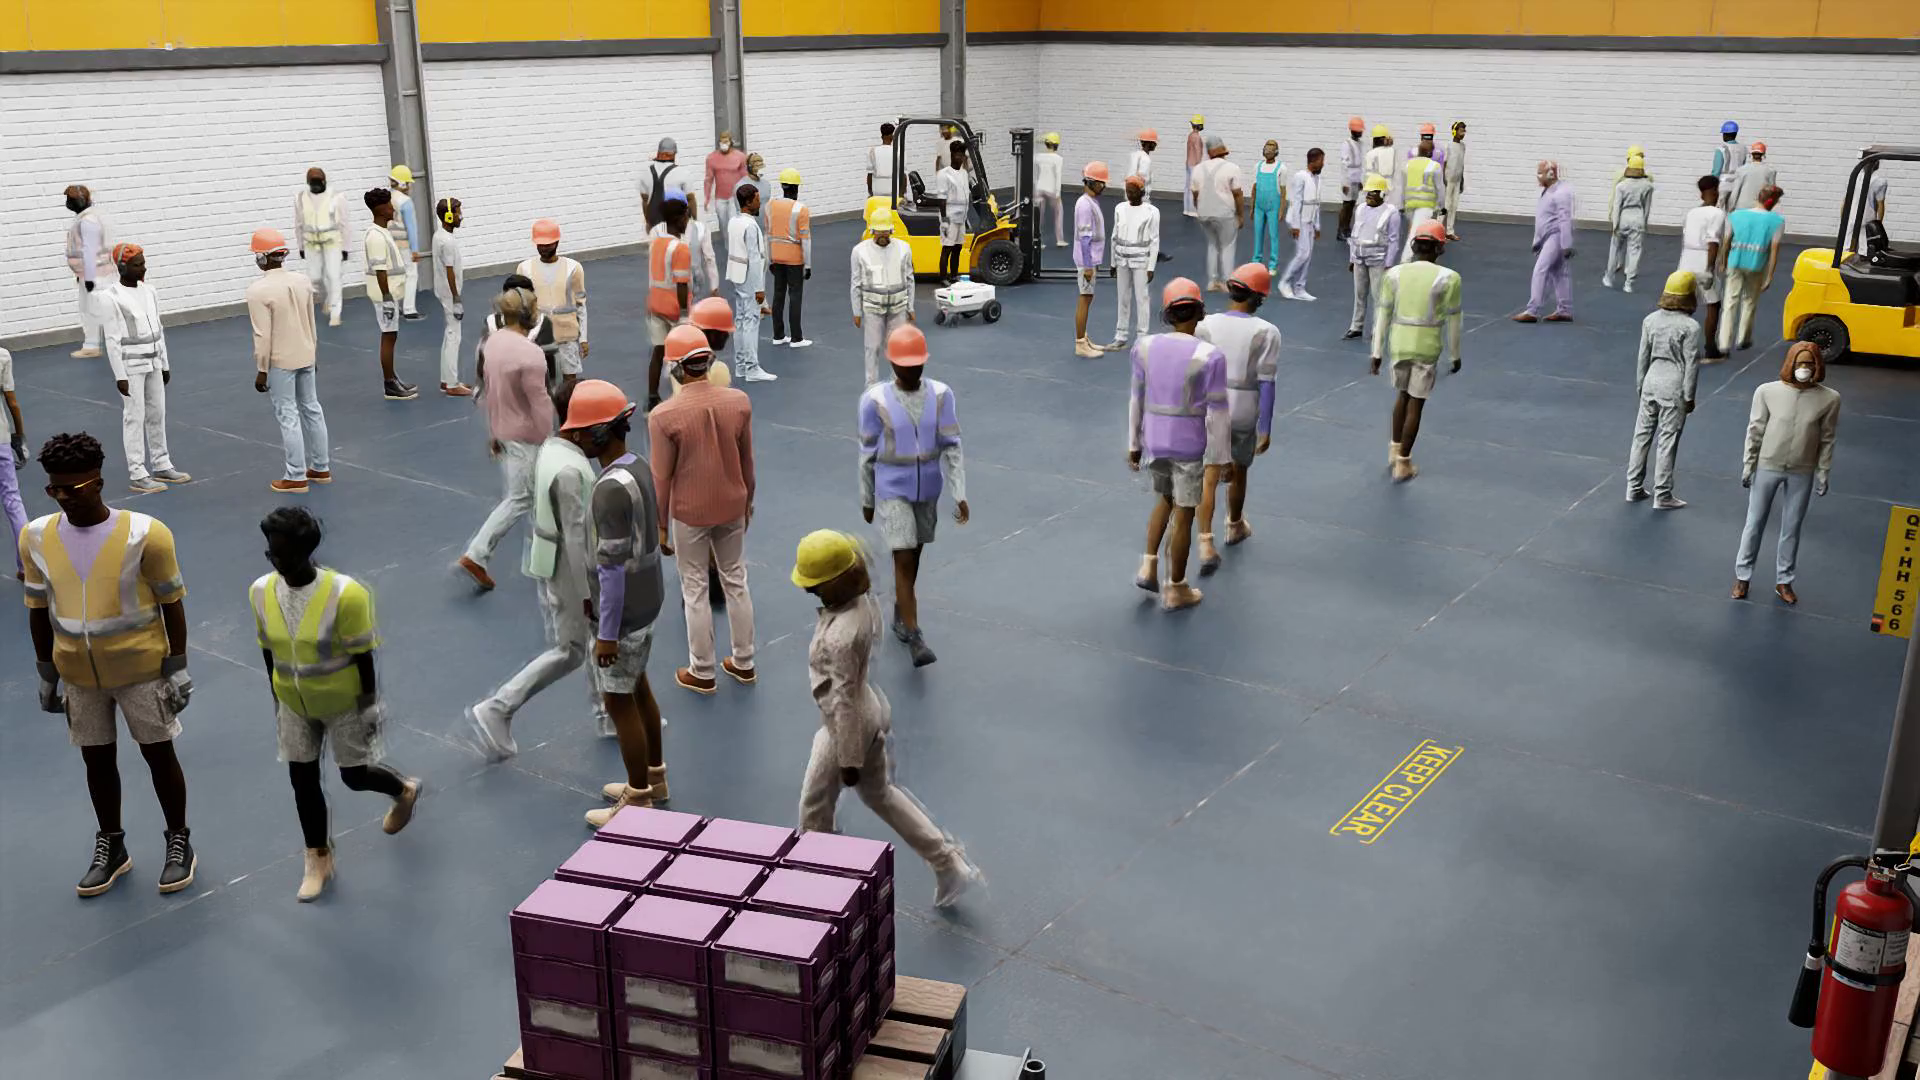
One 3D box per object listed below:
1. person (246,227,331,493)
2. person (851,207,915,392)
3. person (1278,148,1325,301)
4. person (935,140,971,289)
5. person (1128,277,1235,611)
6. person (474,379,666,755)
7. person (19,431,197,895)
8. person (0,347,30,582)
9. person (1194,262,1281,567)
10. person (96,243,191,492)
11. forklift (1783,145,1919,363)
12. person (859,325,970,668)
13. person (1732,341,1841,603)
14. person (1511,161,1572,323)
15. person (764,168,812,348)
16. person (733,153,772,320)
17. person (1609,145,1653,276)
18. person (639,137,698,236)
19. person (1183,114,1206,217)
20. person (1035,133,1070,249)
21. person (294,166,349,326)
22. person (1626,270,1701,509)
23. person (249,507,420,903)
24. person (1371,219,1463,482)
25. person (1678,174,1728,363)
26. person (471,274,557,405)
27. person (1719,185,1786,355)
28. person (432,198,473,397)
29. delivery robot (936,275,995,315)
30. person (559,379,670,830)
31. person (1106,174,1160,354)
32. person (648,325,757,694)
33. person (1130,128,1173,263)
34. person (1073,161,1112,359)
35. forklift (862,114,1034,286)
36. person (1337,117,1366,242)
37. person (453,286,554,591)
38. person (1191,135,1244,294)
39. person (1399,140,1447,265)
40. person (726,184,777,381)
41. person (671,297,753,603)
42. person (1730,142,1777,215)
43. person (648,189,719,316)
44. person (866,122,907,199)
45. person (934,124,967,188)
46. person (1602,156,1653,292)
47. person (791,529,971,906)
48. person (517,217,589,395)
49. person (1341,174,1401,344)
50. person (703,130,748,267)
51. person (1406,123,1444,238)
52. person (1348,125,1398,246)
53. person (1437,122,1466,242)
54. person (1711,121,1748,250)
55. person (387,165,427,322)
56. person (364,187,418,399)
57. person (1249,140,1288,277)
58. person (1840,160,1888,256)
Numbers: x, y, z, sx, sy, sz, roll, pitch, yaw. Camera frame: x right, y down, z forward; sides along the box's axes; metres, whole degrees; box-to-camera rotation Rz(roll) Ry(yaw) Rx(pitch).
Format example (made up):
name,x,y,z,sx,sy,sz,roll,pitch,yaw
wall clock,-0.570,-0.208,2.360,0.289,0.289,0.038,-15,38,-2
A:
name,x,y,z,sx,sy,sz,roll,pitch,yaw
person,-5.092,-1.349,12.549,0.391,1.995,0.613,7,19,21
person,-0.708,-2.156,15.364,0.601,1.819,0.403,-5,18,-15
person,4.321,-3.952,20.878,0.438,1.892,0.655,11,21,32
person,-0.067,-4.094,21.193,0.374,1.960,0.600,11,21,31
person,1.348,-0.562,10.053,0.665,2.016,0.438,15,23,39
person,-1.938,0.142,8.074,0.863,1.884,0.596,-5,18,-15
person,-3.456,0.513,6.775,0.616,1.961,0.361,-1,18,-4
person,-6.110,-0.587,10.385,0.505,1.864,0.335,-14,22,-37
person,1.771,-0.831,10.969,0.640,1.982,1.039,8,20,25
person,-6.208,-1.304,12.609,0.352,1.879,0.580,4,18,12
forklift,9.803,-2.879,17.013,2.313,2.155,1.214,12,21,33
person,-0.229,-0.237,9.221,0.551,1.890,0.984,-7,19,-21
person,5.070,-0.415,10.212,0.498,1.634,0.279,6,19,17
person,6.826,-3.467,19.391,0.815,1.861,0.651,2,18,7
person,-1.838,-3.042,17.982,0.581,1.918,0.393,10,20,29
person,-2.400,-3.582,19.625,0.372,1.940,0.630,9,20,26
person,9.184,-4.513,22.820,0.540,1.750,0.451,6,19,18
person,-3.604,-4.047,20.914,0.702,2.000,0.643,8,19,23
person,4.144,-6.597,29.333,0.324,1.769,0.523,-3,18,-10
person,1.391,-5.323,25.391,0.545,1.735,0.728,14,22,36
person,-7.387,-3.421,19.317,0.634,1.818,0.578,-1,18,-4
person,5.179,-1.101,12.176,0.283,1.746,0.493,-10,20,-27
person,-2.595,0.620,6.895,0.541,1.679,0.593,4,18,11
person,3.567,-1.470,12.919,0.618,2.005,0.697,15,23,38
person,7.694,-2.789,17.181,0.706,1.911,0.692,-5,18,-14
person,-3.320,-1.116,12.338,0.573,1.682,0.521,4,18,12
person,8.319,-2.839,17.559,0.597,1.792,0.948,10,21,30
person,-4.808,-2.289,15.730,0.344,1.852,0.504,-7,19,-22
delivery robot,0.062,-2.844,19.402,0.707,0.478,0.477,-14,23,-38
person,-1.518,0.292,7.372,0.410,2.028,0.623,0,18,0
person,1.834,-2.925,17.656,0.573,1.887,0.356,14,22,37
person,-1.377,-0.160,8.874,0.613,1.976,0.434,-13,22,-34
person,2.711,-4.943,23.932,0.854,1.901,0.556,-4,18,-12
person,1.380,-2.938,17.455,0.382,2.037,0.606,3,18,8
forklift,-0.171,-4.594,22.377,2.313,2.155,1.214,1,18,3
person,6.192,-5.670,26.210,0.408,1.916,0.593,15,23,39
person,-2.830,-0.639,10.484,0.927,1.913,0.644,-13,22,-35
person,3.337,-4.213,21.434,0.725,2.000,0.541,15,23,39
person,6.495,-4.700,23.377,1.004,1.791,0.622,-13,22,-35
person,-2.089,-2.529,16.362,0.391,1.920,0.587,-9,20,-26
person,-1.514,-0.510,10.055,0.435,1.914,0.577,-15,23,-39
person,11.215,-4.749,23.579,0.567,1.748,0.339,5,18,14
person,-2.613,-2.414,16.026,0.615,1.894,0.877,-13,22,-35
person,-1.062,-5.093,24.325,0.610,1.953,0.366,3,18,10
person,-0.161,-5.922,27.139,0.524,1.820,0.847,10,20,29
person,8.723,-4.130,21.690,0.484,1.713,0.811,3,18,9
person,-0.388,0.730,6.536,0.819,1.683,0.547,2,18,5
person,-3.338,-1.679,13.679,0.551,1.932,0.377,-3,18,-9
person,4.497,-3.073,18.205,0.403,1.833,0.590,-14,23,-38
person,-3.296,-4.772,23.399,0.643,1.913,0.736,4,18,12
person,6.904,-5.237,24.820,0.547,1.930,0.369,3,18,9
person,6.320,-5.300,25.114,0.591,1.871,1.004,-6,19,-19
person,7.746,-5.624,26.145,0.519,1.860,0.318,-12,21,-33
person,11.525,-5.319,25.066,0.614,1.939,0.414,-7,19,-20
person,-6.544,-3.475,19.516,0.626,1.804,0.422,14,22,36
person,-5.363,-2.307,15.593,0.361,1.965,0.613,-5,18,-16
person,4.196,-4.528,22.735,0.509,1.846,0.342,12,22,34
person,11.349,-3.959,20.957,0.506,1.846,0.345,16,24,40
